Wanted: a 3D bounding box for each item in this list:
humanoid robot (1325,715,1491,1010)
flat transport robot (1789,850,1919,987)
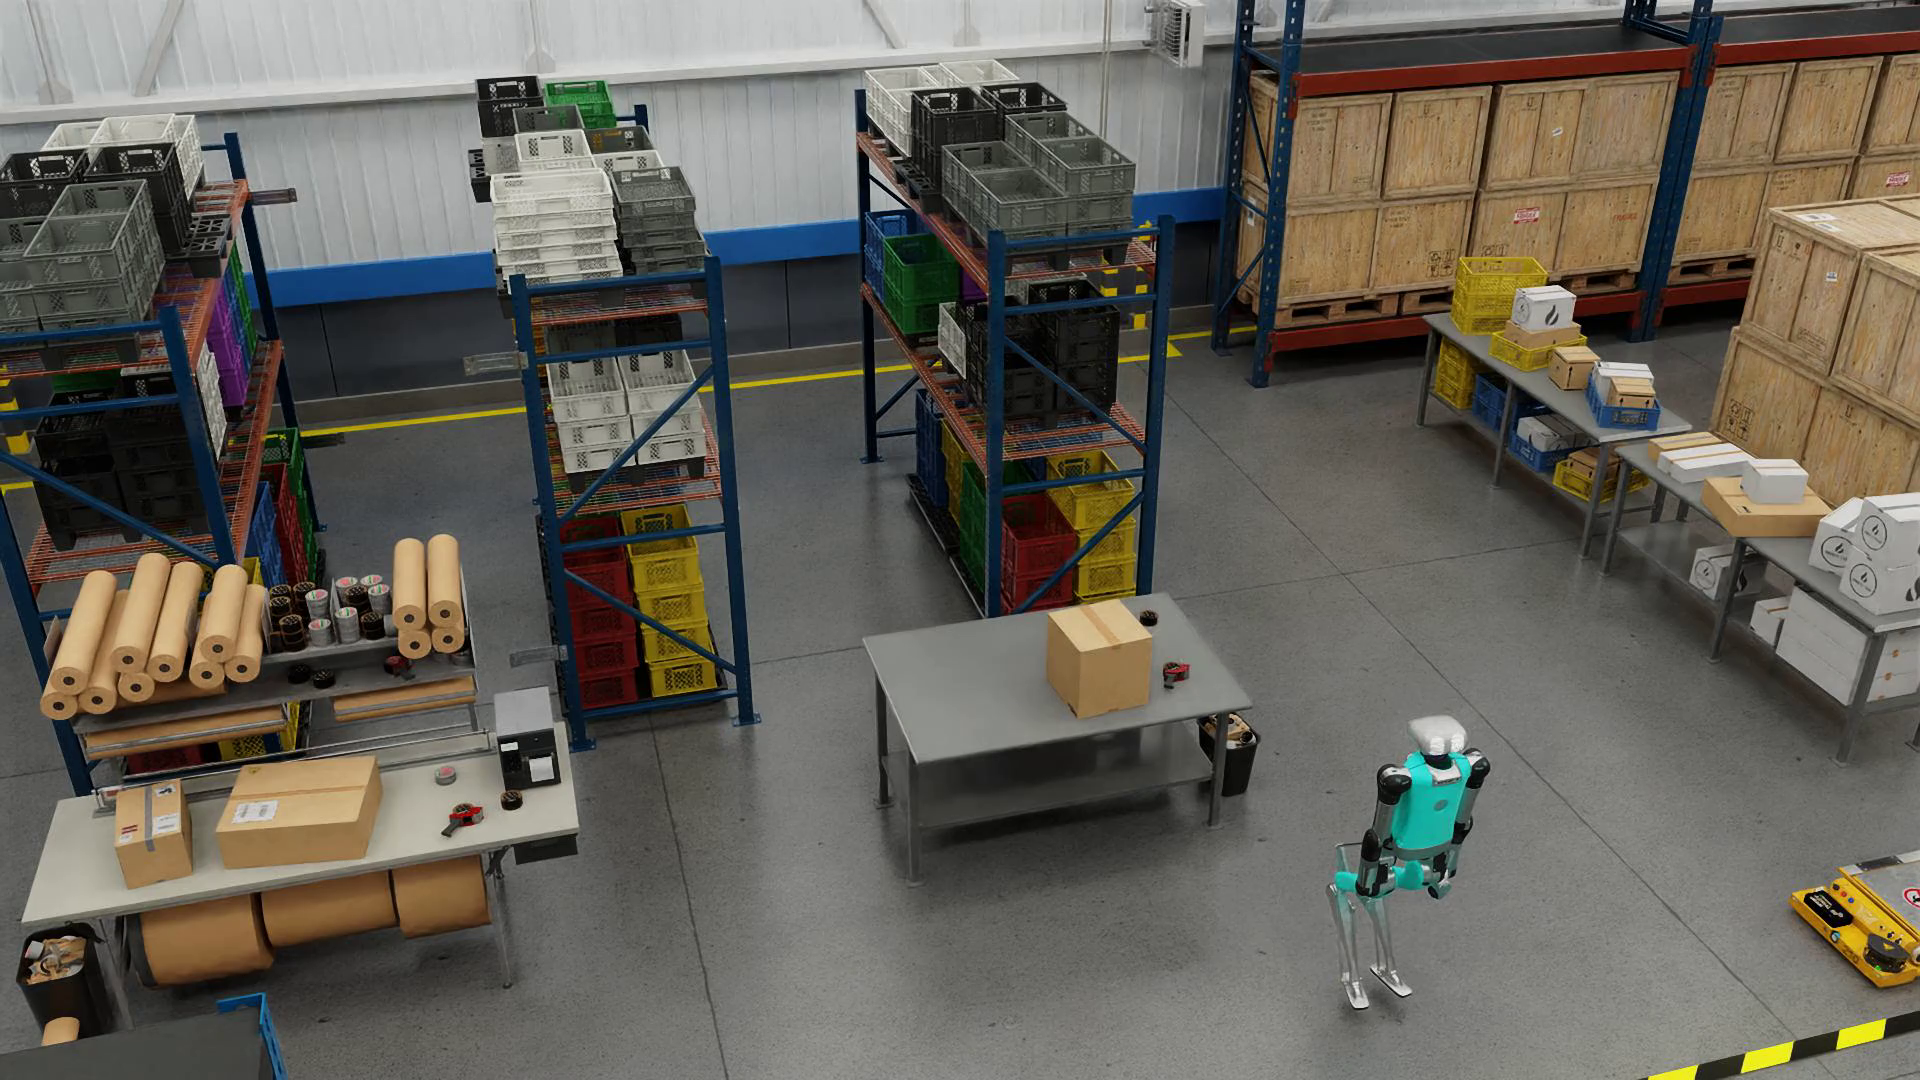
[{"bbox_3d":[2.029,1.438,7.880,0.533,1.677,0.735,-8,30,-15],"label":"humanoid robot"},{"bbox_3d":[5.163,1.916,8.676,1.431,0.231,0.659,-8,30,-14],"label":"flat transport robot"}]
